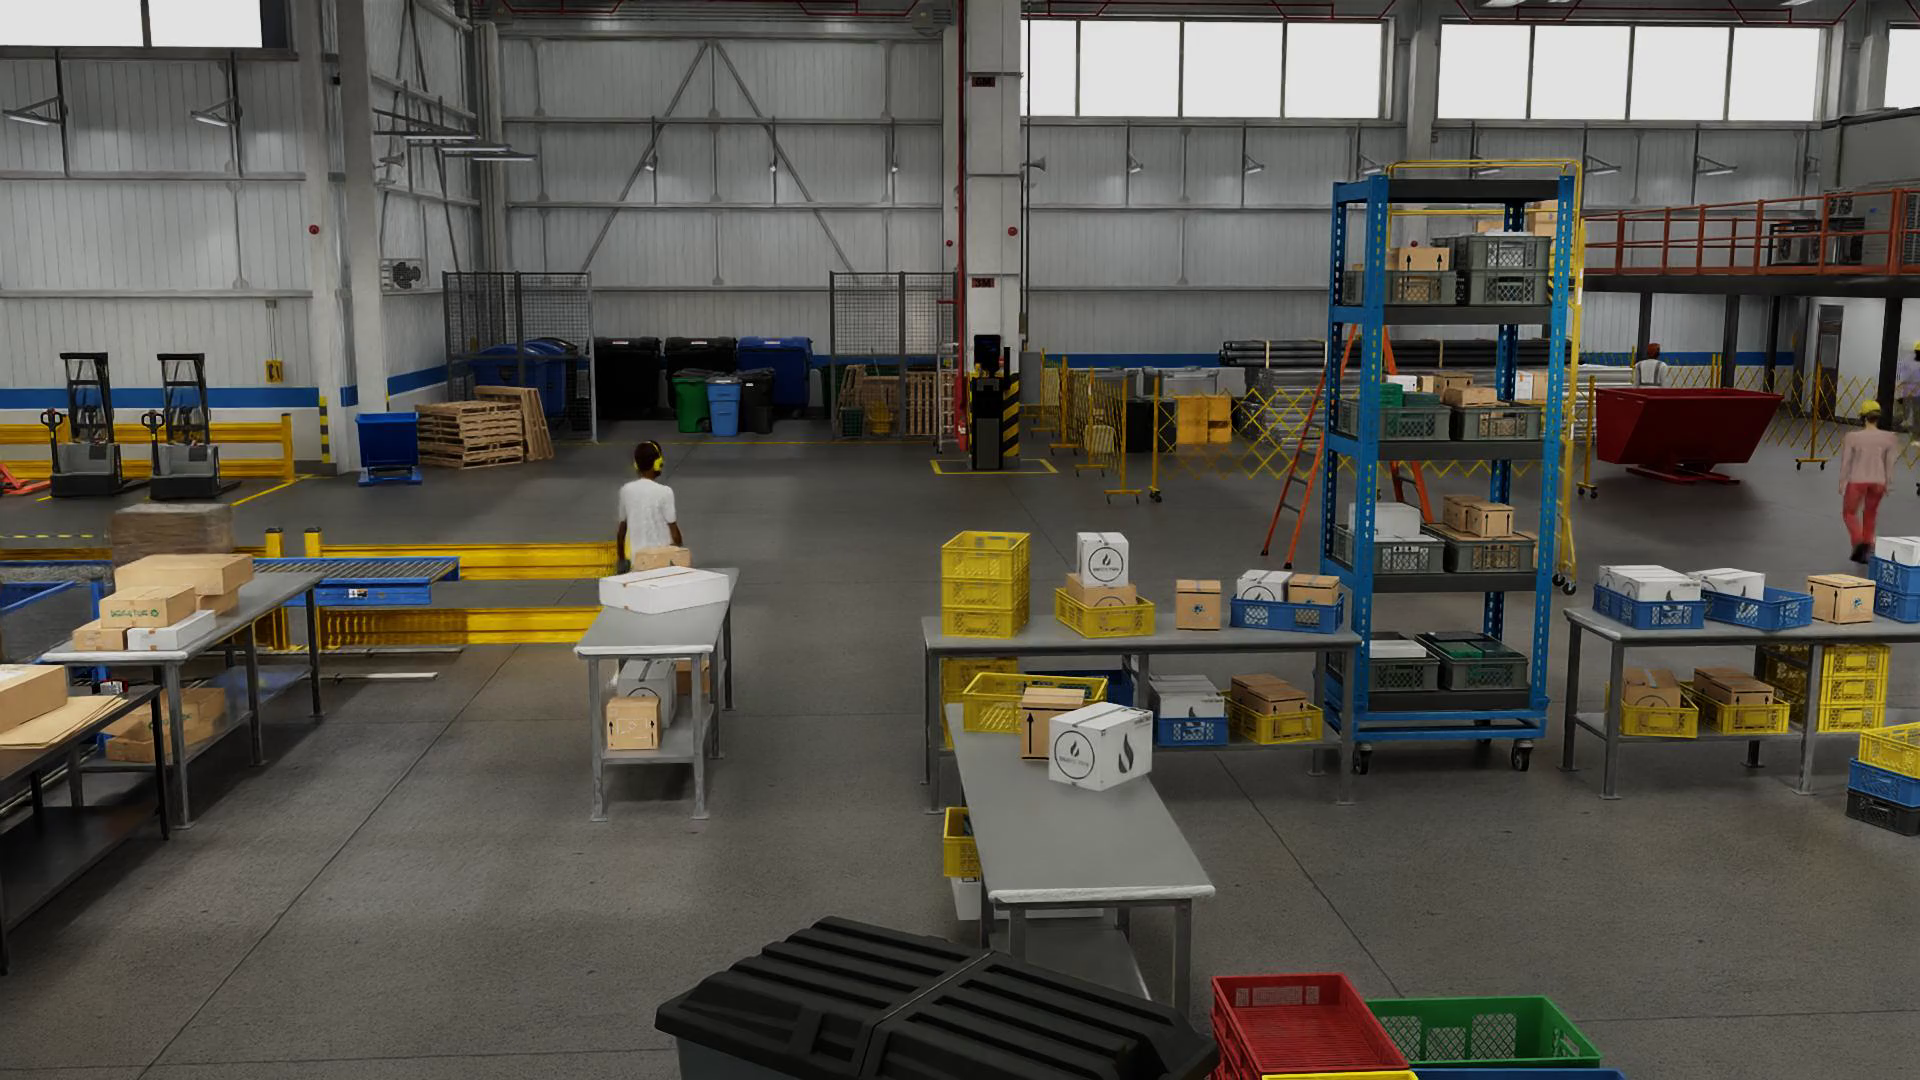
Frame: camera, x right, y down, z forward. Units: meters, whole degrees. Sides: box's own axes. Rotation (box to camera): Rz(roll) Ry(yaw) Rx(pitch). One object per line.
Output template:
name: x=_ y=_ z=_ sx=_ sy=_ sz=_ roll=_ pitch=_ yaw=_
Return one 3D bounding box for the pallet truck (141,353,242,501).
pallet truck: x=-10.520 y=-1.604 z=22.925 sx=0.823 sy=1.965 sz=1.885 roll=-1 pitch=9 yaw=-6

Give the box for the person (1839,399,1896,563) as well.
person: x=9.489 y=-0.598 z=17.398 sx=0.525 sy=1.753 sz=0.466 roll=2 pitch=9 yaw=11

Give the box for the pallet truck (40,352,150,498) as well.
pallet truck: x=-11.907 y=-1.642 z=23.165 sx=0.823 sy=1.965 sz=1.885 roll=0 pitch=9 yaw=0

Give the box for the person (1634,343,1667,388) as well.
person: x=11.775 y=-2.412 z=28.360 sx=0.355 sy=1.883 sz=0.573 roll=-7 pitch=12 yaw=-39

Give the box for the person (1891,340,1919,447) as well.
person: x=16.934 y=-2.626 z=29.647 sx=0.599 sy=1.903 sz=0.748 roll=-1 pitch=9 yaw=-9

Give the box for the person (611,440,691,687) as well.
person: x=-2.301 y=0.174 z=12.347 sx=0.508 sy=1.822 sz=0.994 roll=6 pitch=11 yaw=35

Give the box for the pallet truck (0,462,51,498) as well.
pallet truck: x=-13.193 y=-1.293 z=23.148 sx=0.653 sy=1.274 sz=1.630 roll=-1 pitch=9 yaw=-4
